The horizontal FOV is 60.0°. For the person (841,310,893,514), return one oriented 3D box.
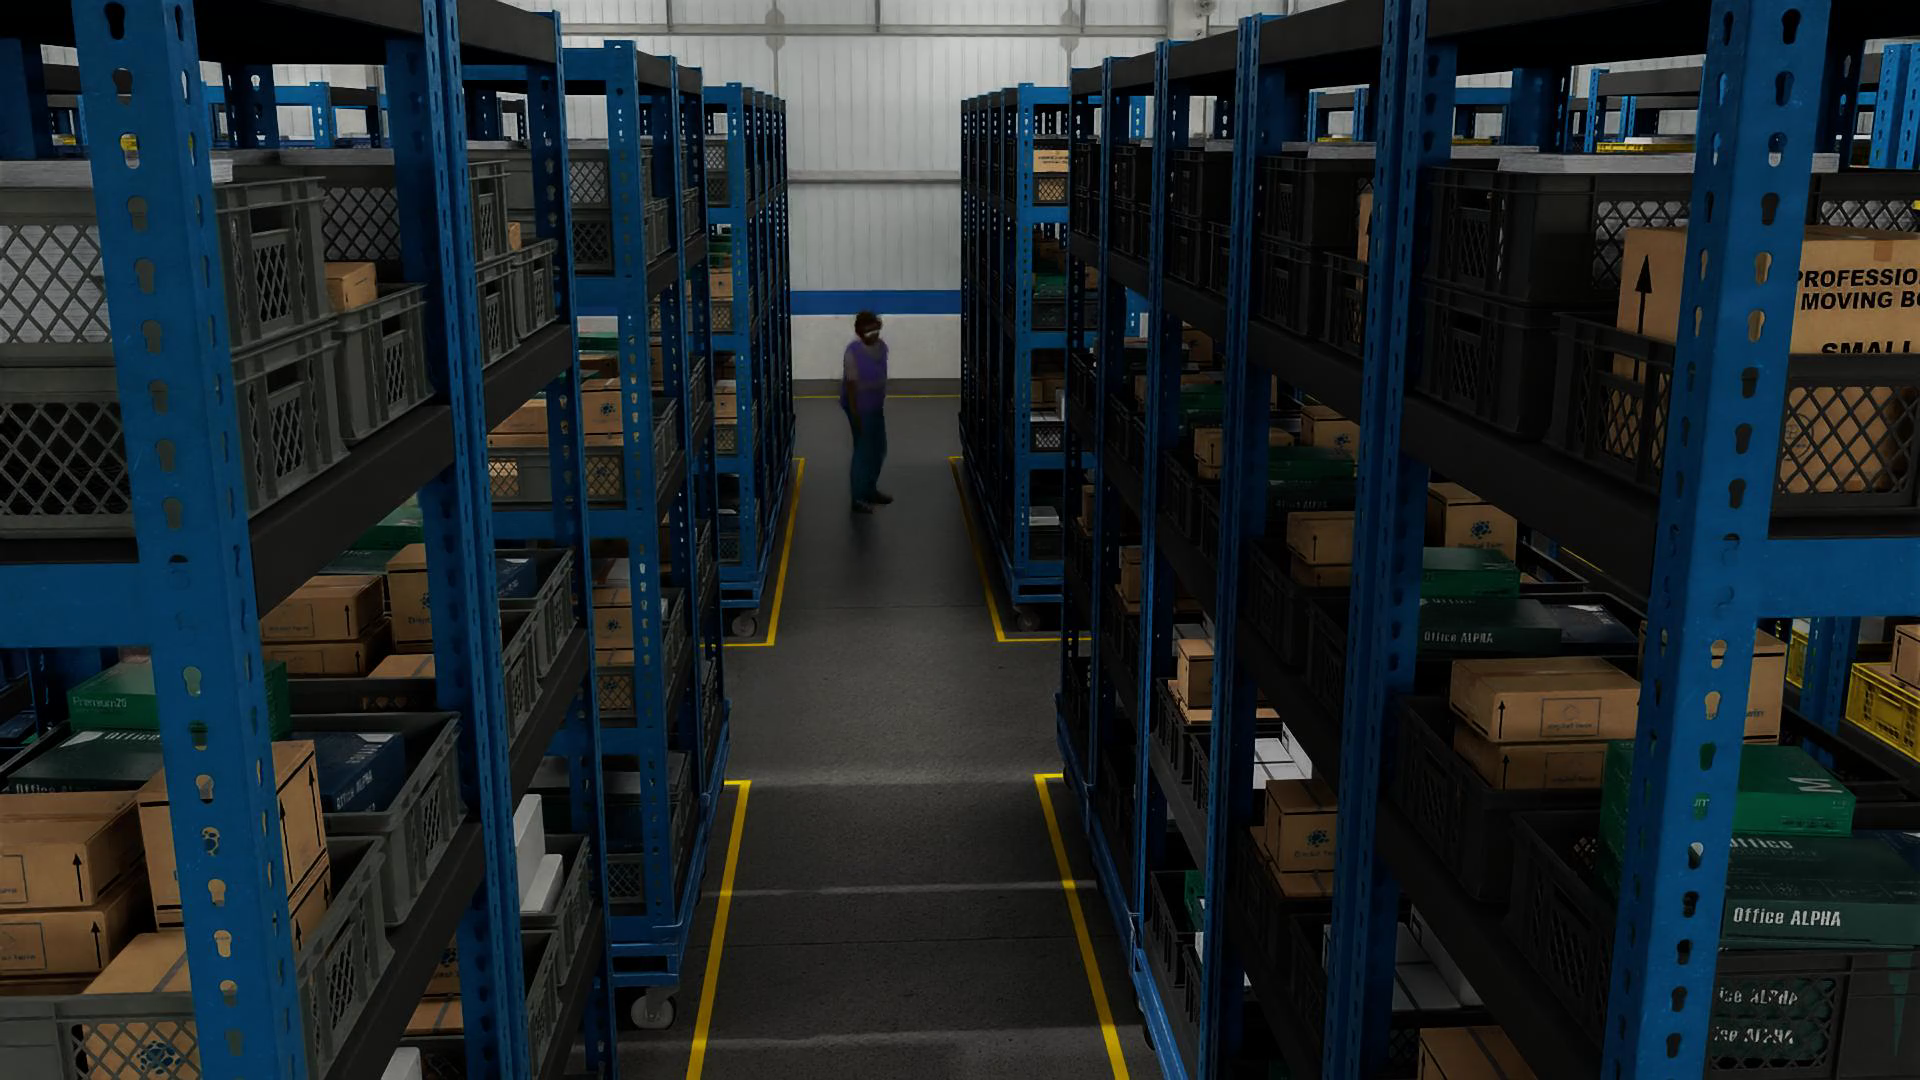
[{"bbox_3d":[-0.819,-1.118,14.549,0.452,1.806,0.607,9,16,31],"label":"person"}]

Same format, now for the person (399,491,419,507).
[{"bbox_3d":[-3.287,-0.044,10.184,0.449,1.814,0.612,-1,14,-3],"label":"person"}]
